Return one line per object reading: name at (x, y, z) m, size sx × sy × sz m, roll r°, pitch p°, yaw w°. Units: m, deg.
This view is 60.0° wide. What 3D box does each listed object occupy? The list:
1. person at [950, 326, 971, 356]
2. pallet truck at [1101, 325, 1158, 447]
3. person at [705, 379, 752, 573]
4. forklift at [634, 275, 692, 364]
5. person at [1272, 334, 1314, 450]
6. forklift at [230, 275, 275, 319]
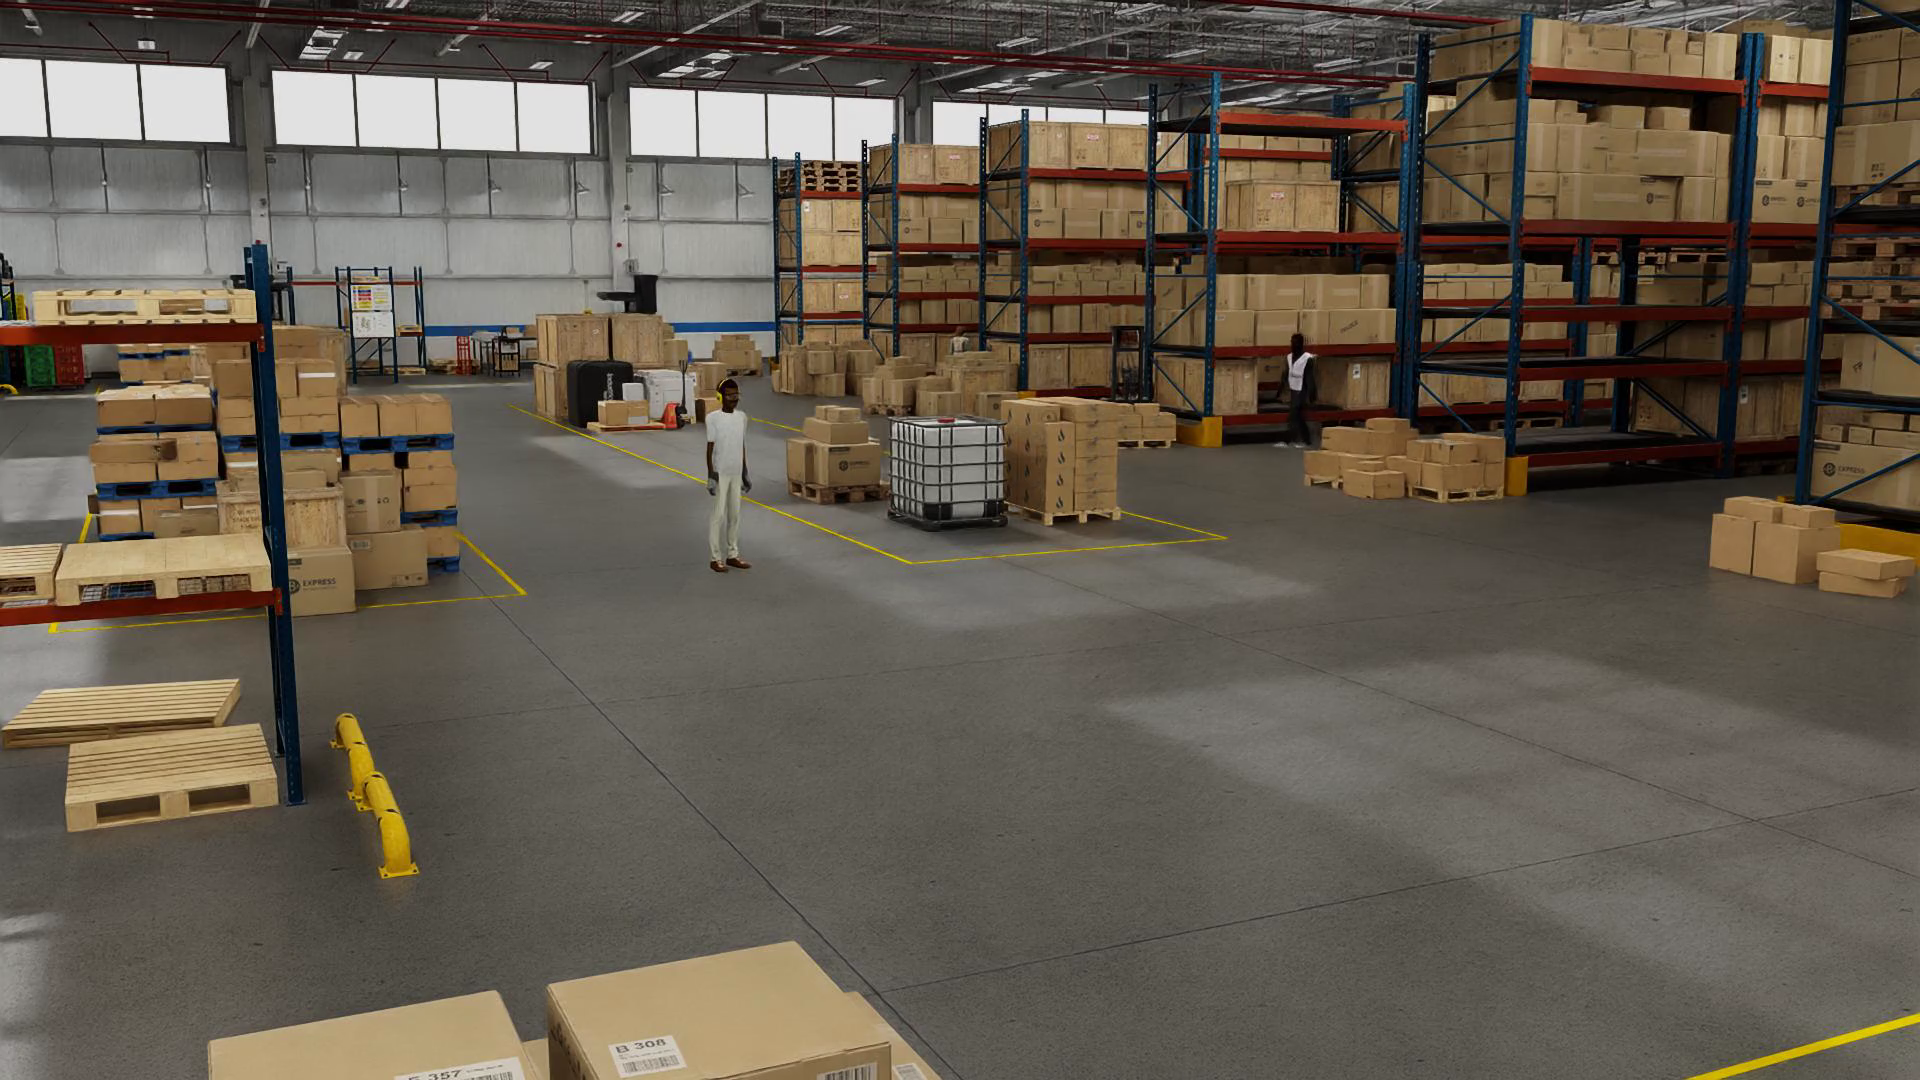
person at (0.008, -4.165, 38.768) m, size 0.522 × 1.639 × 0.309 m, roll 4°, pitch 10°, yaw 25°
pallet truck at (2.881, -2.596, 27.923) m, size 0.823 × 1.965 × 1.885 m, roll -1°, pitch 9°, yaw -7°
person at (-2.233, -0.627, 16.099) m, size 0.332 × 1.872 × 0.514 m, roll 8°, pitch 12°, yaw 41°
forklift at (-7.217, -4.725, 38.400) m, size 1.873 × 2.768 × 1.129 m, roll -4°, pitch 10°, yaw -25°
person at (5.402, -2.407, 27.103) m, size 0.898 × 1.881 × 0.592 m, roll -3°, pitch 10°, yaw -20°
forklift at (-17.333, -5.130, 40.912) m, size 1.129 × 2.768 × 1.873 m, roll -9°, pitch 13°, yaw -44°
